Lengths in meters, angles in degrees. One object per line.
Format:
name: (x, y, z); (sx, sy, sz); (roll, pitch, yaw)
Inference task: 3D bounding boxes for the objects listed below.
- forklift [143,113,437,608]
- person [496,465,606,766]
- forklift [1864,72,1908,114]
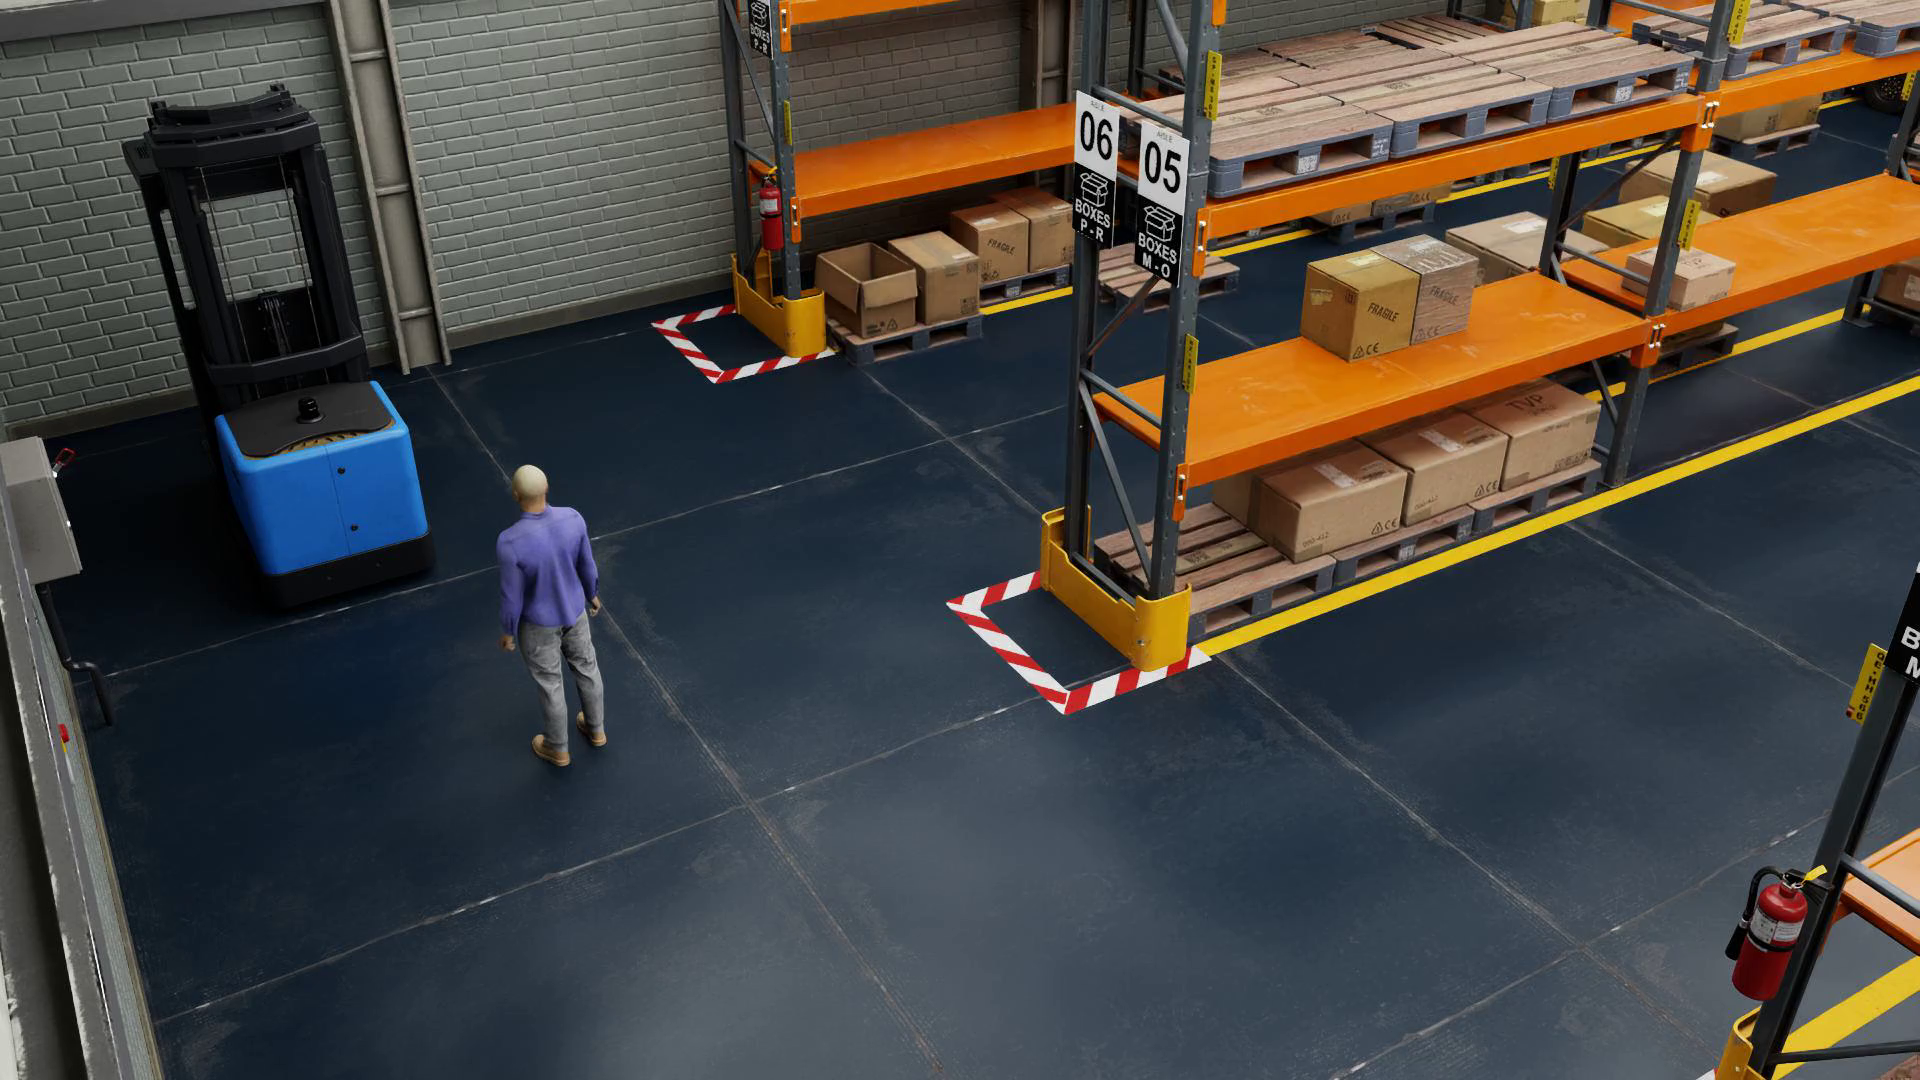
forklift: (-4.289, -1.259, 10.509); (1.129, 2.768, 1.873); (-17, 36, -26)
person: (-2.153, 0.407, 8.829); (0.586, 1.799, 0.395); (-26, 40, -36)
forklift: (11.468, -5.645, 18.244); (1.214, 2.155, 2.313); (-17, 36, -26)
